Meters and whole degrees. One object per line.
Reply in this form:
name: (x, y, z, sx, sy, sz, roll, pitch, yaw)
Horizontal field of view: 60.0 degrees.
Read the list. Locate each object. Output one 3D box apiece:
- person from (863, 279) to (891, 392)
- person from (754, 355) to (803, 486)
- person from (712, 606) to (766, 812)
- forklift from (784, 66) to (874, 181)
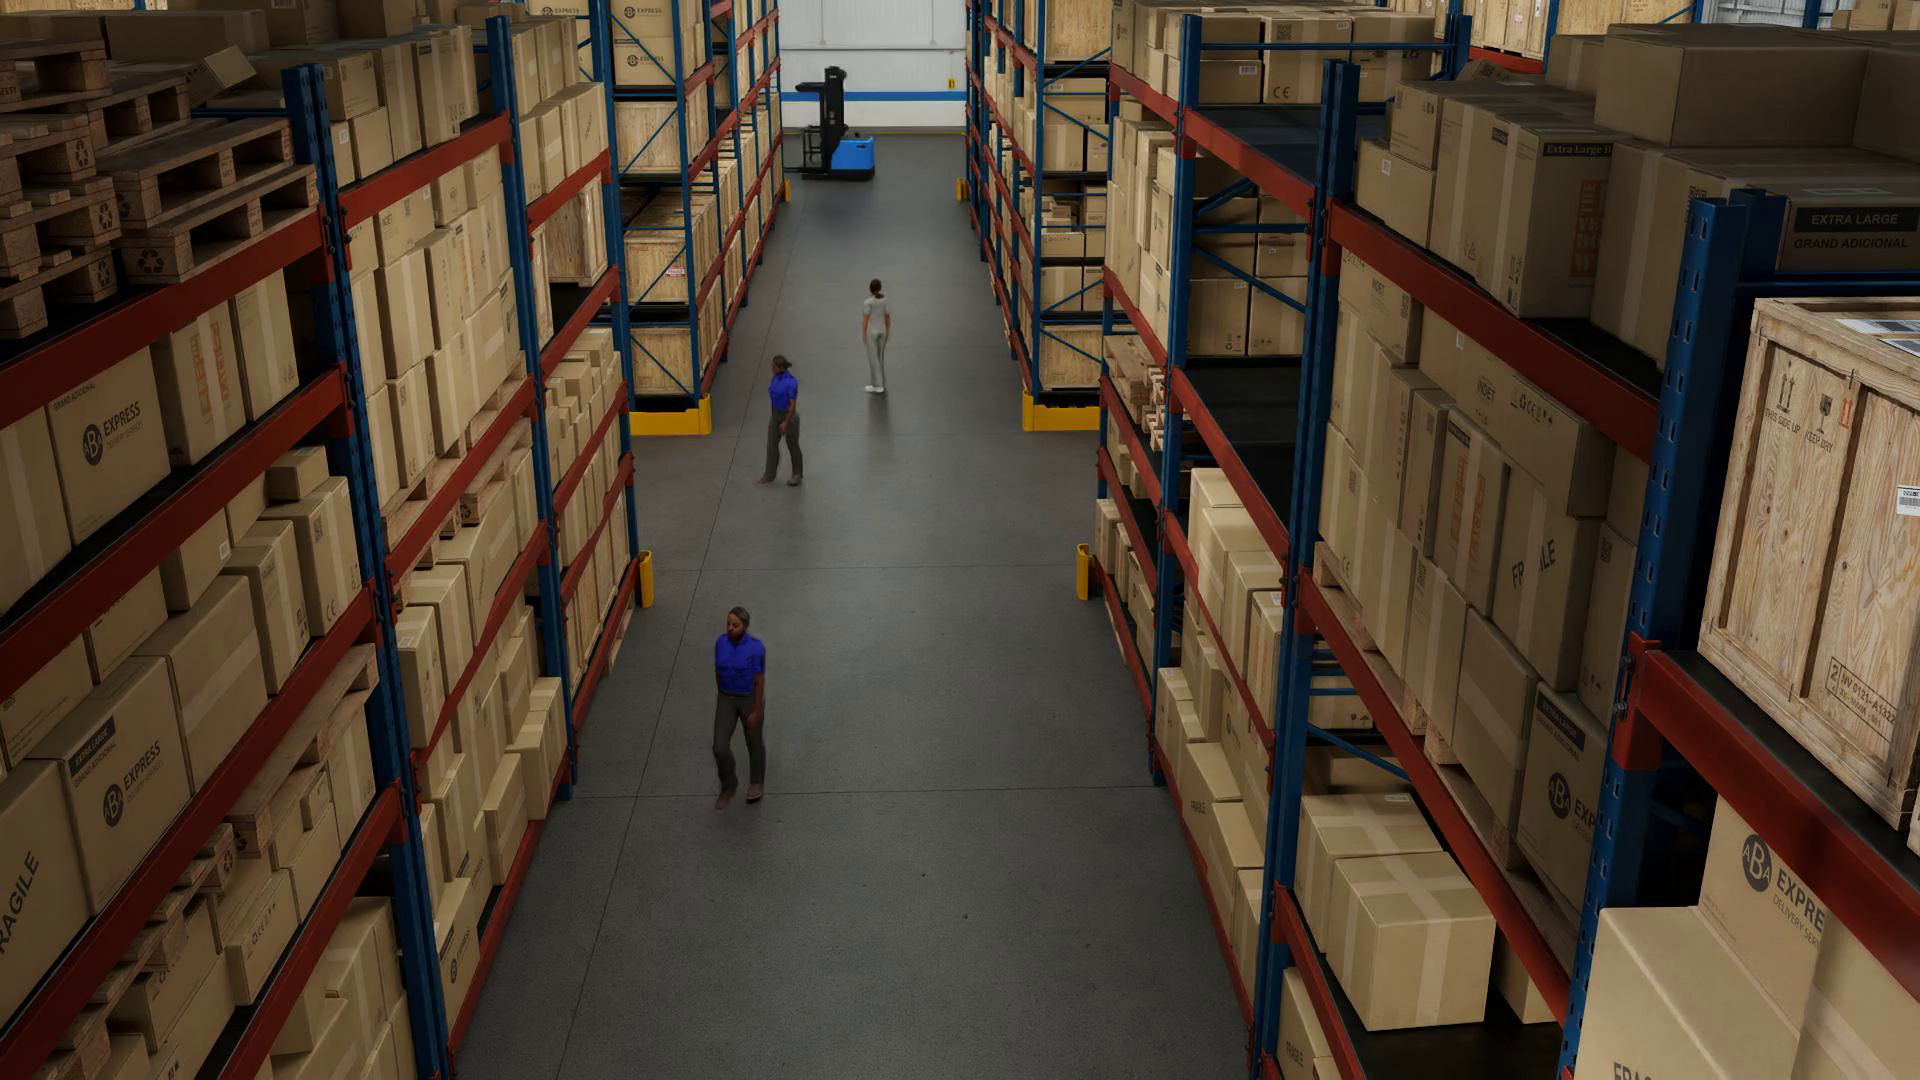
person: (-1.250, -3.063, 24.839, 0.452, 1.668, 0.533, -15, 25, -35)
person: (-2.212, -1.465, 20.519, 0.466, 1.653, 0.657, 15, 25, 35)
person: (-1.735, 1.313, 13.121, 0.454, 1.681, 0.482, 5, 21, 14)
forklift: (-3.906, -11.315, 45.158, 3.031, 2.941, 1.121, 1, 21, 4)
